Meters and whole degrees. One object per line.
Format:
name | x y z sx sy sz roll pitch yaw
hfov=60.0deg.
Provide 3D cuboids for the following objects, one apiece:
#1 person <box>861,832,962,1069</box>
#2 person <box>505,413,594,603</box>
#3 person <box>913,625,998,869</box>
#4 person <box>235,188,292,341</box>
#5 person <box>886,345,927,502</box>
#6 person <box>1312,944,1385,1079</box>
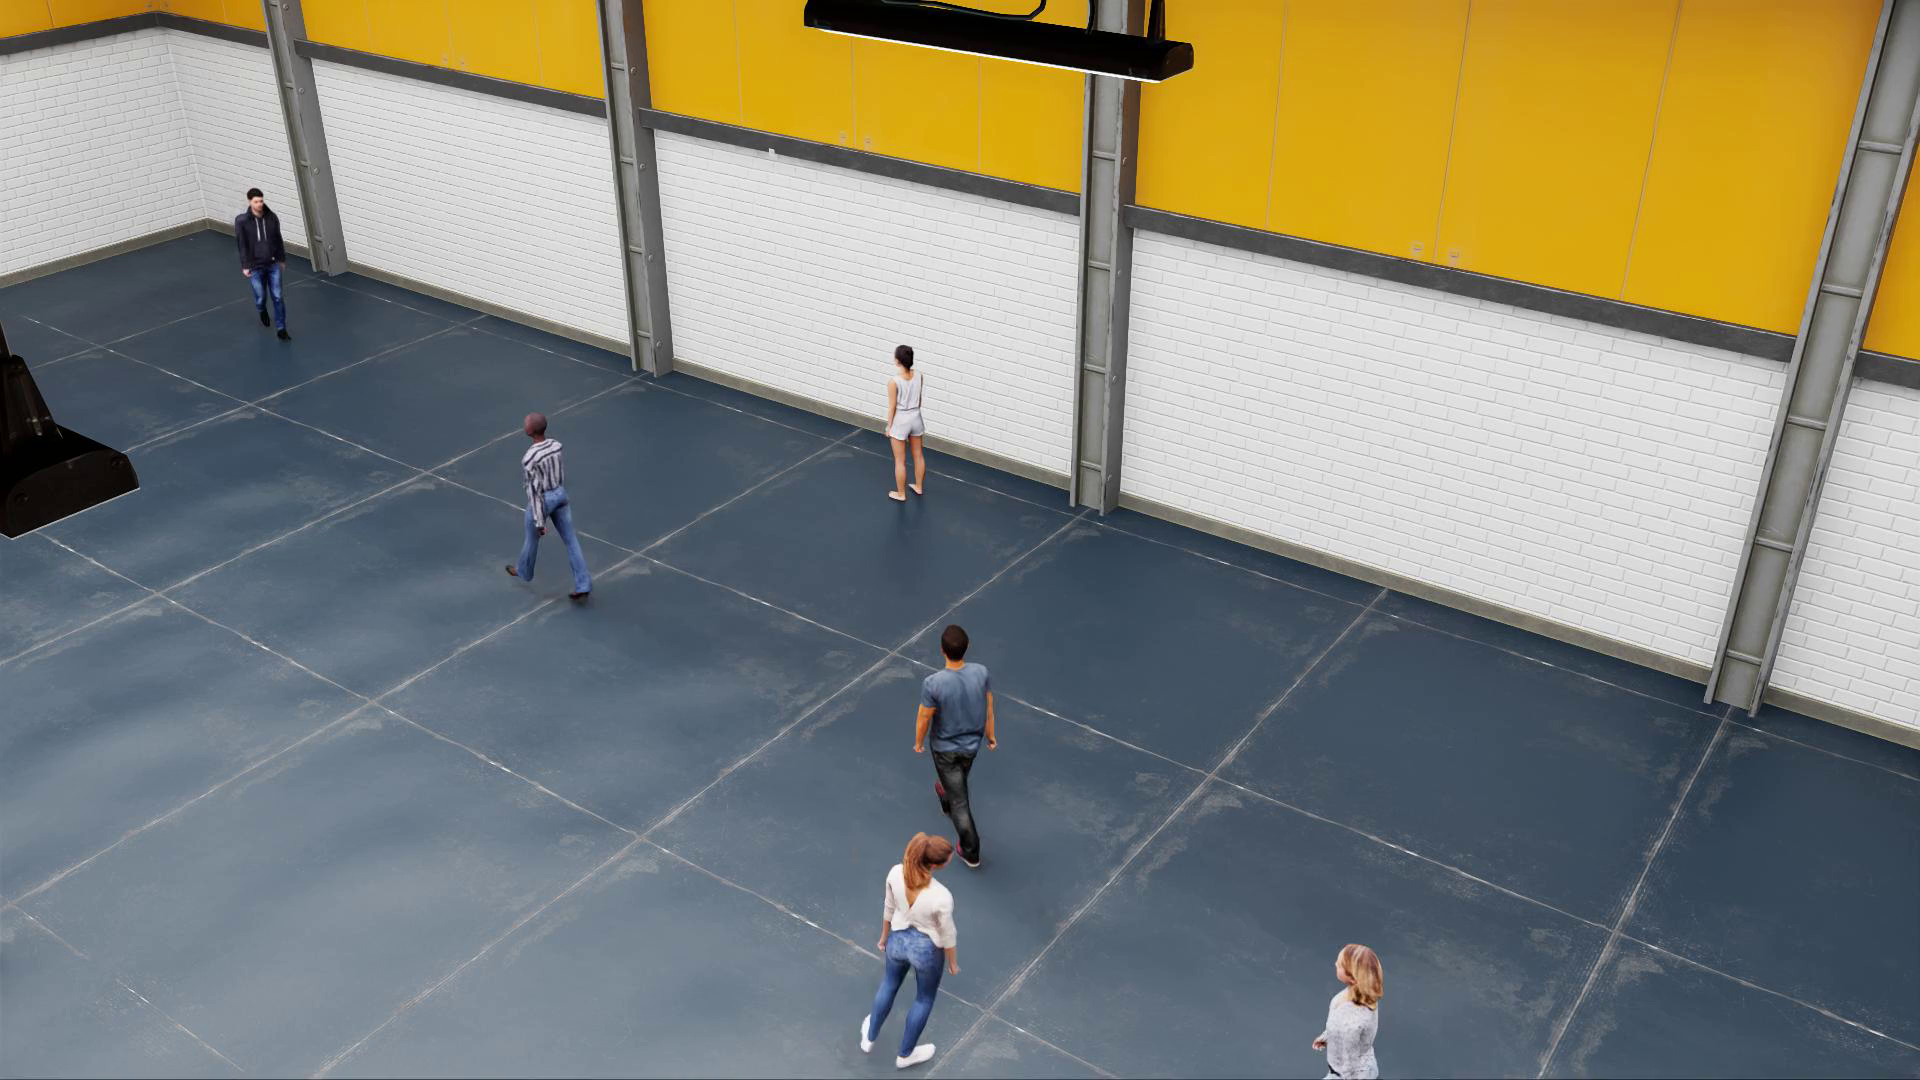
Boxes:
person | -0.296 2.392 9.635 0.493 1.702 0.864 10 30 18
person | -3.479 -0.235 14.405 1.176 1.746 0.729 15 32 26
person | 0.018 1.434 11.309 1.015 1.780 1.206 -13 31 -23
person | -8.368 -3.325 19.938 0.856 1.872 1.020 -19 34 -31
person | -0.524 -1.161 16.221 0.621 1.632 0.614 -21 35 -33
person | 2.124 2.855 8.722 1.035 1.762 0.681 15 32 26
